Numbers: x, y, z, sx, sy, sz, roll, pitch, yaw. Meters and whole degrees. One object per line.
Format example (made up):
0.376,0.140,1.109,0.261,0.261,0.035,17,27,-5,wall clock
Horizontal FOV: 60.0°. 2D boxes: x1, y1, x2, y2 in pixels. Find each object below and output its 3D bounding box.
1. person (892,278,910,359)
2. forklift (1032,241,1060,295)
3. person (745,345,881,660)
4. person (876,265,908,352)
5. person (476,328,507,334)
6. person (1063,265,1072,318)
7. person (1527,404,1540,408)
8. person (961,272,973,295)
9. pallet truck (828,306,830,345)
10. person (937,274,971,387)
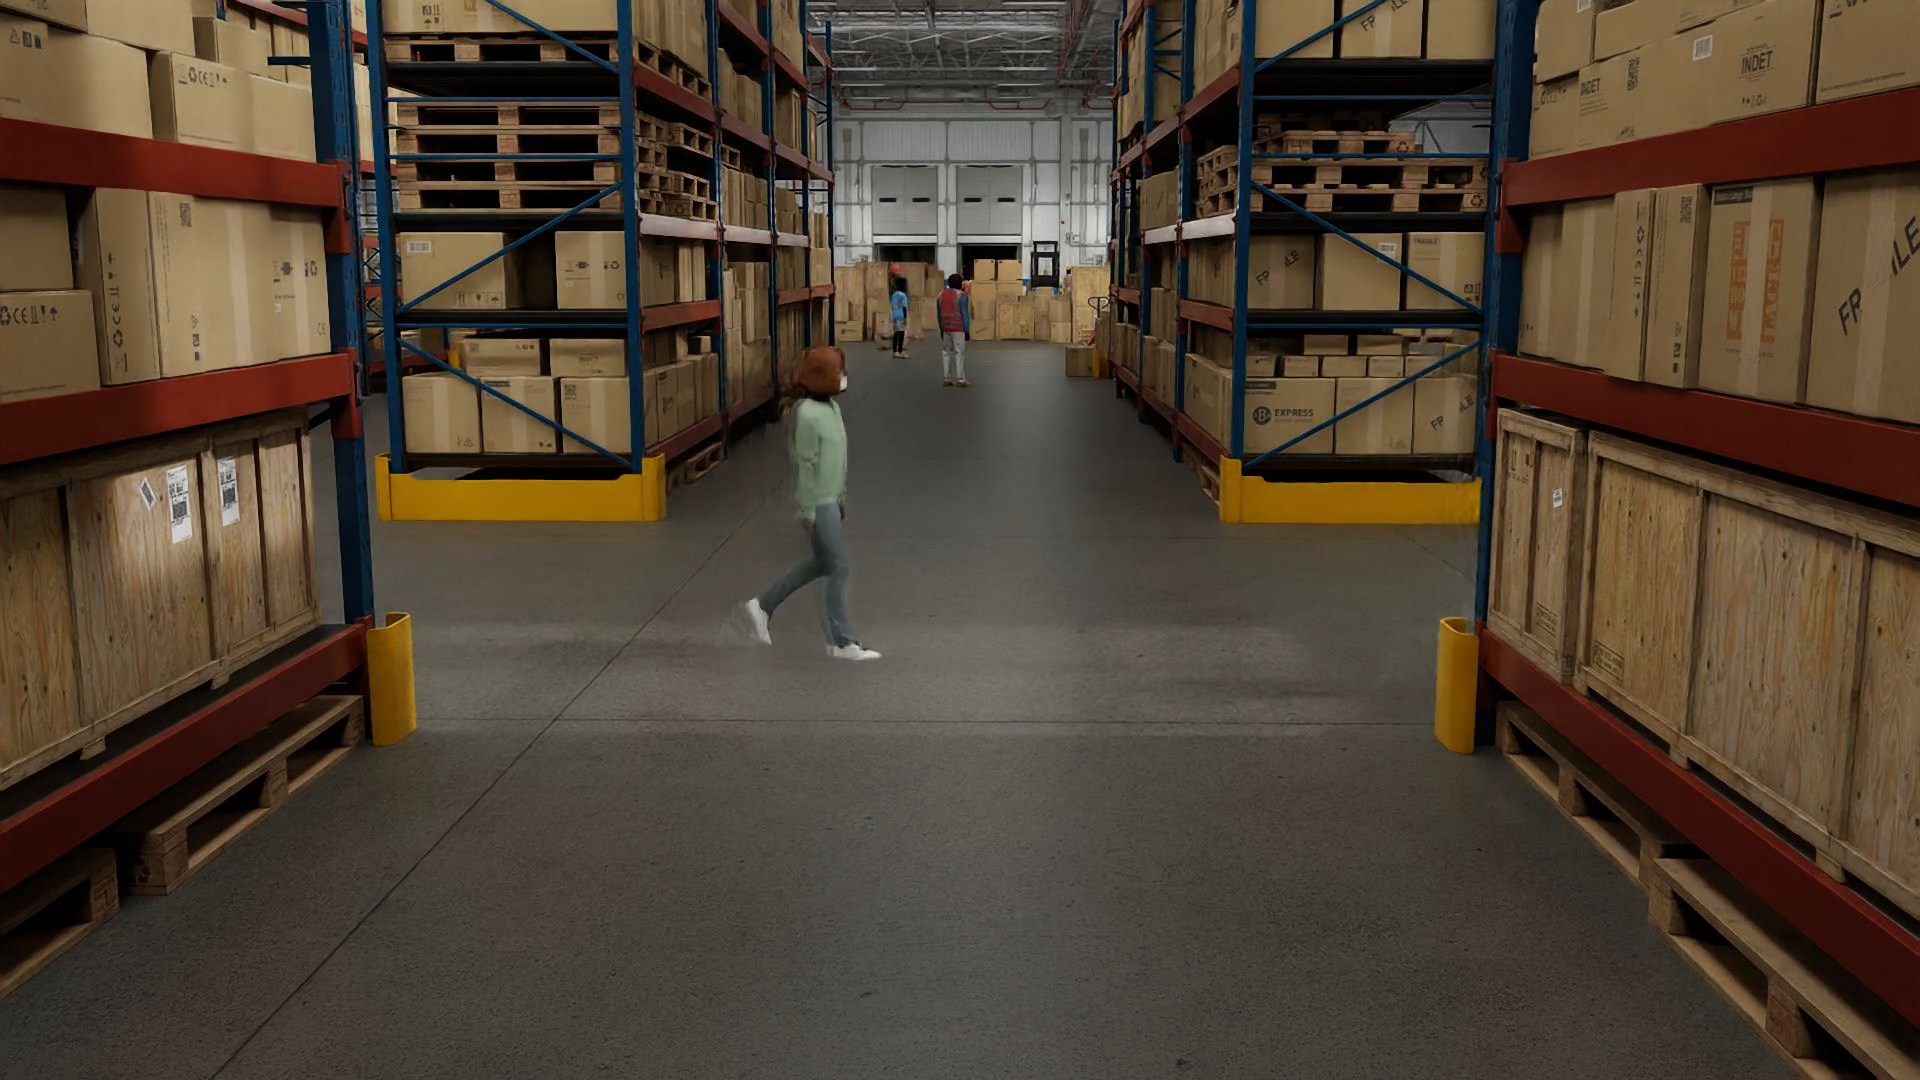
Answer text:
-1.256,-4.669,35.058,0.320,1.698,0.538,-5,11,-27,person
3.186,-9.767,62.067,1.129,2.768,1.873,0,9,1,forklift
-0.769,-0.191,8.492,0.689,1.614,0.501,2,10,10,person
-1.557,-5.192,37.393,0.848,1.962,0.629,-3,10,-17,person
-7.875,-3.604,27.966,0.551,1.936,0.356,0,9,2,person
3.934,-8.966,60.163,0.581,1.919,0.393,-7,12,-37,person
2.832,-0.148,7.859,0.366,1.726,0.499,-1,9,-3,person
0.308,-8.854,60.158,0.530,1.689,0.321,0,9,-2,person
-3.100,-3.940,29.800,1.885,1.965,0.823,3,10,19,pallet truck
-0.074,-3.397,27.018,0.633,1.843,0.429,8,12,40,person
